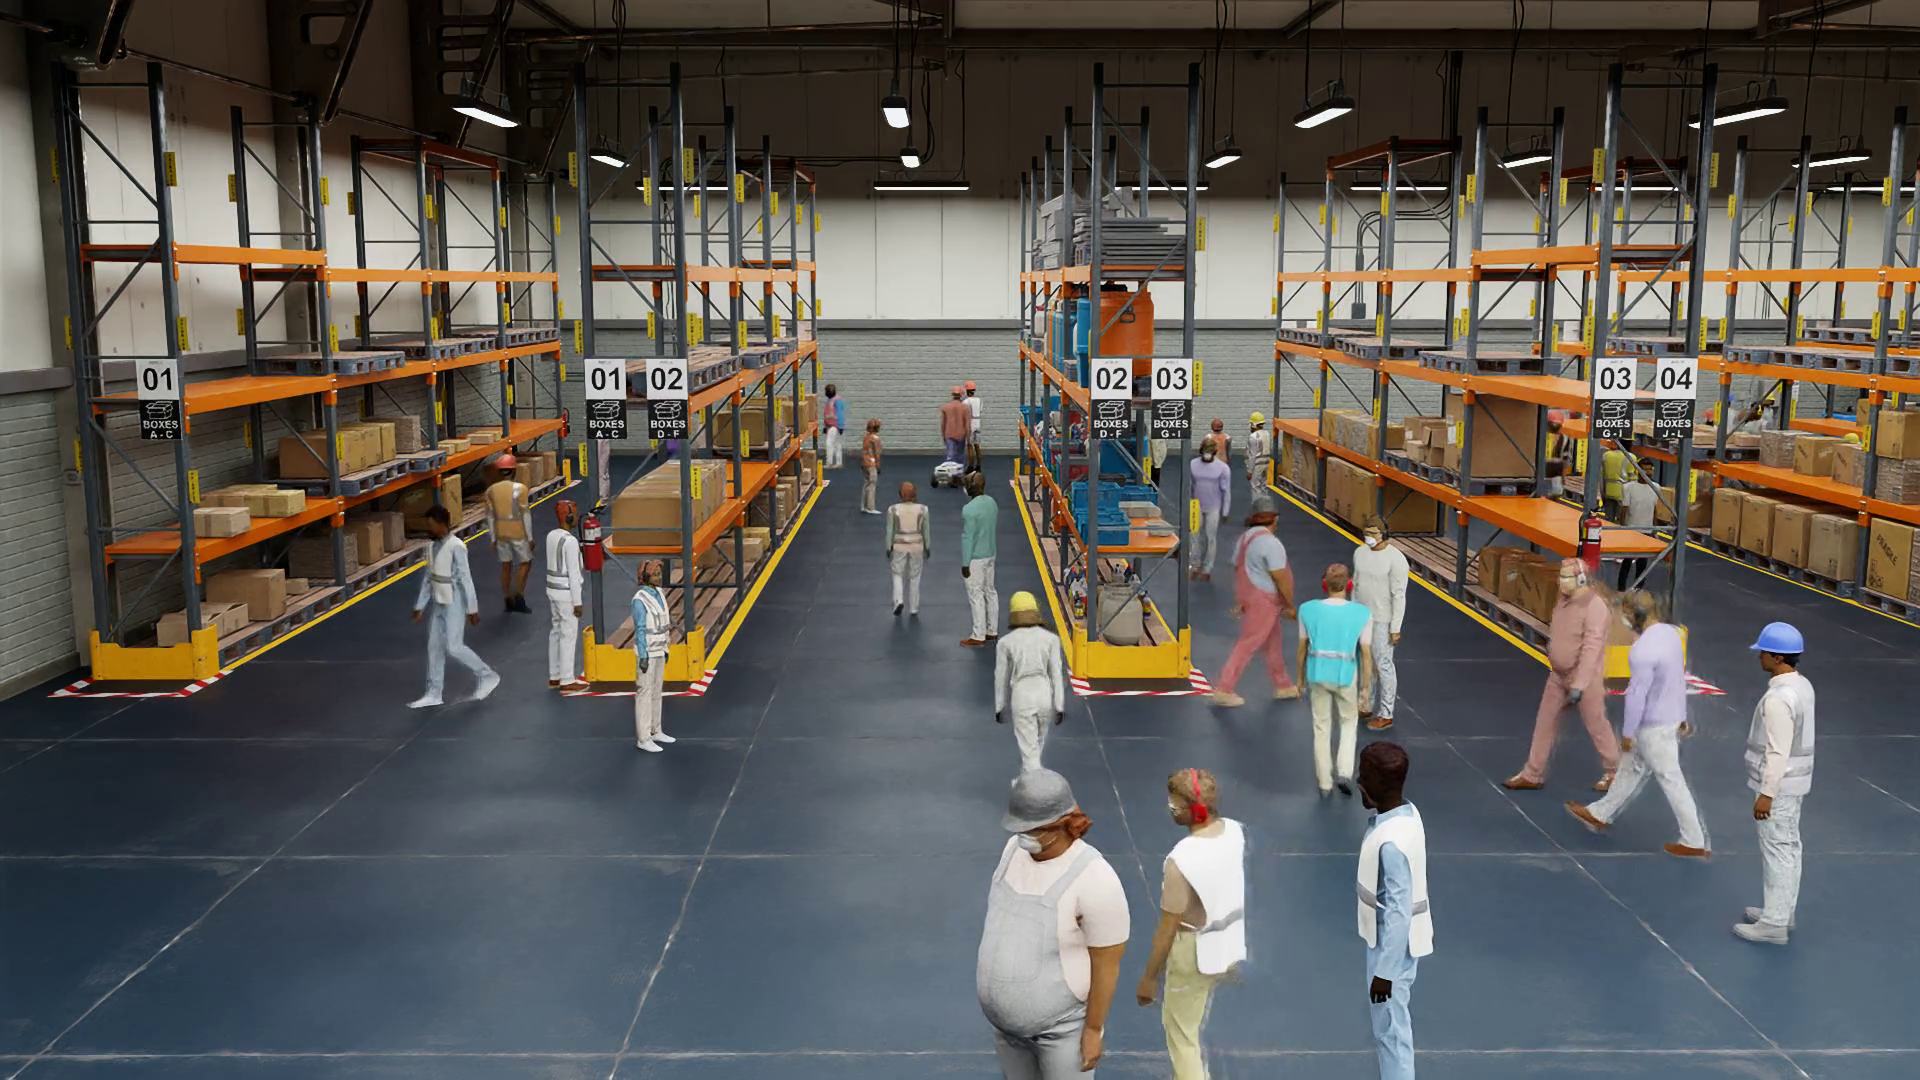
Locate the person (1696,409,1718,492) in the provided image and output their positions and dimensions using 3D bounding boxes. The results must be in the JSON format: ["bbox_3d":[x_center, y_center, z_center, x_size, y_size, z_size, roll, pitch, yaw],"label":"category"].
[{"bbox_3d":[13.350,-1.489,29.724,0.570,1.730,0.424,-1,9,-6],"label":"person"}]

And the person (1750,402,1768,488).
[{"bbox_3d":[14.144,-1.519,29.521,0.332,1.861,0.498,1,9,4],"label":"person"}]

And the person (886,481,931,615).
[{"bbox_3d":[-0.612,0.113,19.738,0.535,1.630,0.499,0,9,-2],"label":"person"}]

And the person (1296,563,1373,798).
[{"bbox_3d":[2.880,1.085,12.843,0.572,1.825,0.462,2,9,15],"label":"person"}]

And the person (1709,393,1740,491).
[{"bbox_3d":[14.414,-1.837,31.376,0.613,1.919,0.833,1,9,6],"label":"person"}]

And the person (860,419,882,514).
[{"bbox_3d":[-1.519,-1.259,28.586,0.320,1.628,0.538,-6,10,-32],"label":"person"}]

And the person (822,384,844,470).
[{"bbox_3d":[-2.773,-2.393,35.266,0.760,1.810,0.656,-5,10,-29],"label":"person"}]

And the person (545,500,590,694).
[{"bbox_3d":[-3.830,0.547,16.148,0.339,1.878,0.581,-6,11,-36],"label":"person"}]

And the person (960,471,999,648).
[{"bbox_3d":[0.208,0.209,18.175,0.373,1.931,0.628,5,10,29],"label":"person"}]

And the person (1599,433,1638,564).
[{"bbox_3d":[9.329,-0.624,23.543,0.383,1.921,0.586,-5,10,-29],"label":"person"}]

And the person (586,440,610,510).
[{"bbox_3d":[-6.326,-1.481,29.104,0.410,1.909,0.642,0,9,-1],"label":"person"}]

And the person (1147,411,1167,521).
[{"bbox_3d":[3.247,-1.246,27.362,0.414,1.987,0.607,1,9,4],"label":"person"}]

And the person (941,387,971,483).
[{"bbox_3d":[-0.077,-2.022,32.539,0.628,1.931,1.030,2,9,10],"label":"person"}]

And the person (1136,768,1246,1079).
[{"bbox_3d":[1.005,1.904,7.606,0.591,1.820,0.590,6,11,36],"label":"person"}]

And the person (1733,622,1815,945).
[{"bbox_3d":[4.934,1.458,10.058,0.406,1.946,0.608,7,11,38],"label":"person"}]

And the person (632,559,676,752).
[{"bbox_3d":[-2.628,0.972,14.176,0.306,1.640,0.522,2,9,11],"label":"person"}]

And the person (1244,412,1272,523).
[{"bbox_3d":[4.905,-1.194,27.487,0.404,1.834,0.591,7,11,39],"label":"person"}]

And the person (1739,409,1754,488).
[{"bbox_3d":[14.723,-1.641,31.121,0.334,1.597,0.640,3,9,18],"label":"person"}]

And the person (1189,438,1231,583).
[{"bbox_3d":[3.231,-0.379,21.927,0.662,1.926,0.570,4,10,22],"label":"person"}]

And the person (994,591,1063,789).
[{"bbox_3d":[0.523,1.233,12.424,0.492,1.661,0.977,-2,9,-13],"label":"person"}]

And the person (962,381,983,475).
[{"bbox_3d":[0.222,-2.301,34.308,0.385,1.928,0.547,8,12,43],"label":"person"}]

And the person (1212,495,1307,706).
[{"bbox_3d":[2.816,0.535,15.702,1.007,2.000,0.693,-1,9,-9],"label":"person"}]

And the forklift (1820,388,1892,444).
[{"bbox_3d":[20.072,-3.110,36.462,1.873,2.768,1.129,0,9,0],"label":"forklift"}]

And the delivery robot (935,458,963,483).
[{"bbox_3d":[-0.212,-1.346,32.263,0.477,0.478,0.707,4,10,24],"label":"delivery robot"}]

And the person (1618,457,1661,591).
[{"bbox_3d":[8.271,-0.085,20.237,0.521,1.870,0.319,-2,9,-10],"label":"person"}]

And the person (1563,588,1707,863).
[{"bbox_3d":[4.779,1.262,11.619,1.057,1.856,0.700,7,11,39],"label":"person"}]

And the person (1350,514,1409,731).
[{"bbox_3d":[3.714,0.725,14.842,0.376,1.932,0.626,-5,10,-29],"label":"person"}]

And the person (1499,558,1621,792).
[{"bbox_3d":[4.778,1.062,12.916,0.986,1.863,0.651,-2,9,-12],"label":"person"}]

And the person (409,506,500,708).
[{"bbox_3d":[-4.806,0.623,15.618,0.826,1.889,0.645,-7,11,-39],"label":"person"}]

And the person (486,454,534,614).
[{"bbox_3d":[-5.378,-0.071,19.949,0.574,1.934,0.392,2,9,16],"label":"person"}]

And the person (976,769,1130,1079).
[{"bbox_3d":[0.325,1.909,6.861,0.536,2.000,0.672,-7,11,-39],"label":"person"}]

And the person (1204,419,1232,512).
[{"bbox_3d":[4.425,-1.271,28.610,0.514,1.639,0.311,-1,9,-8],"label":"person"}]

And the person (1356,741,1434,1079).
[{"bbox_3d":[1.976,1.855,7.611,0.370,1.915,0.596,2,9,15],"label":"person"}]
